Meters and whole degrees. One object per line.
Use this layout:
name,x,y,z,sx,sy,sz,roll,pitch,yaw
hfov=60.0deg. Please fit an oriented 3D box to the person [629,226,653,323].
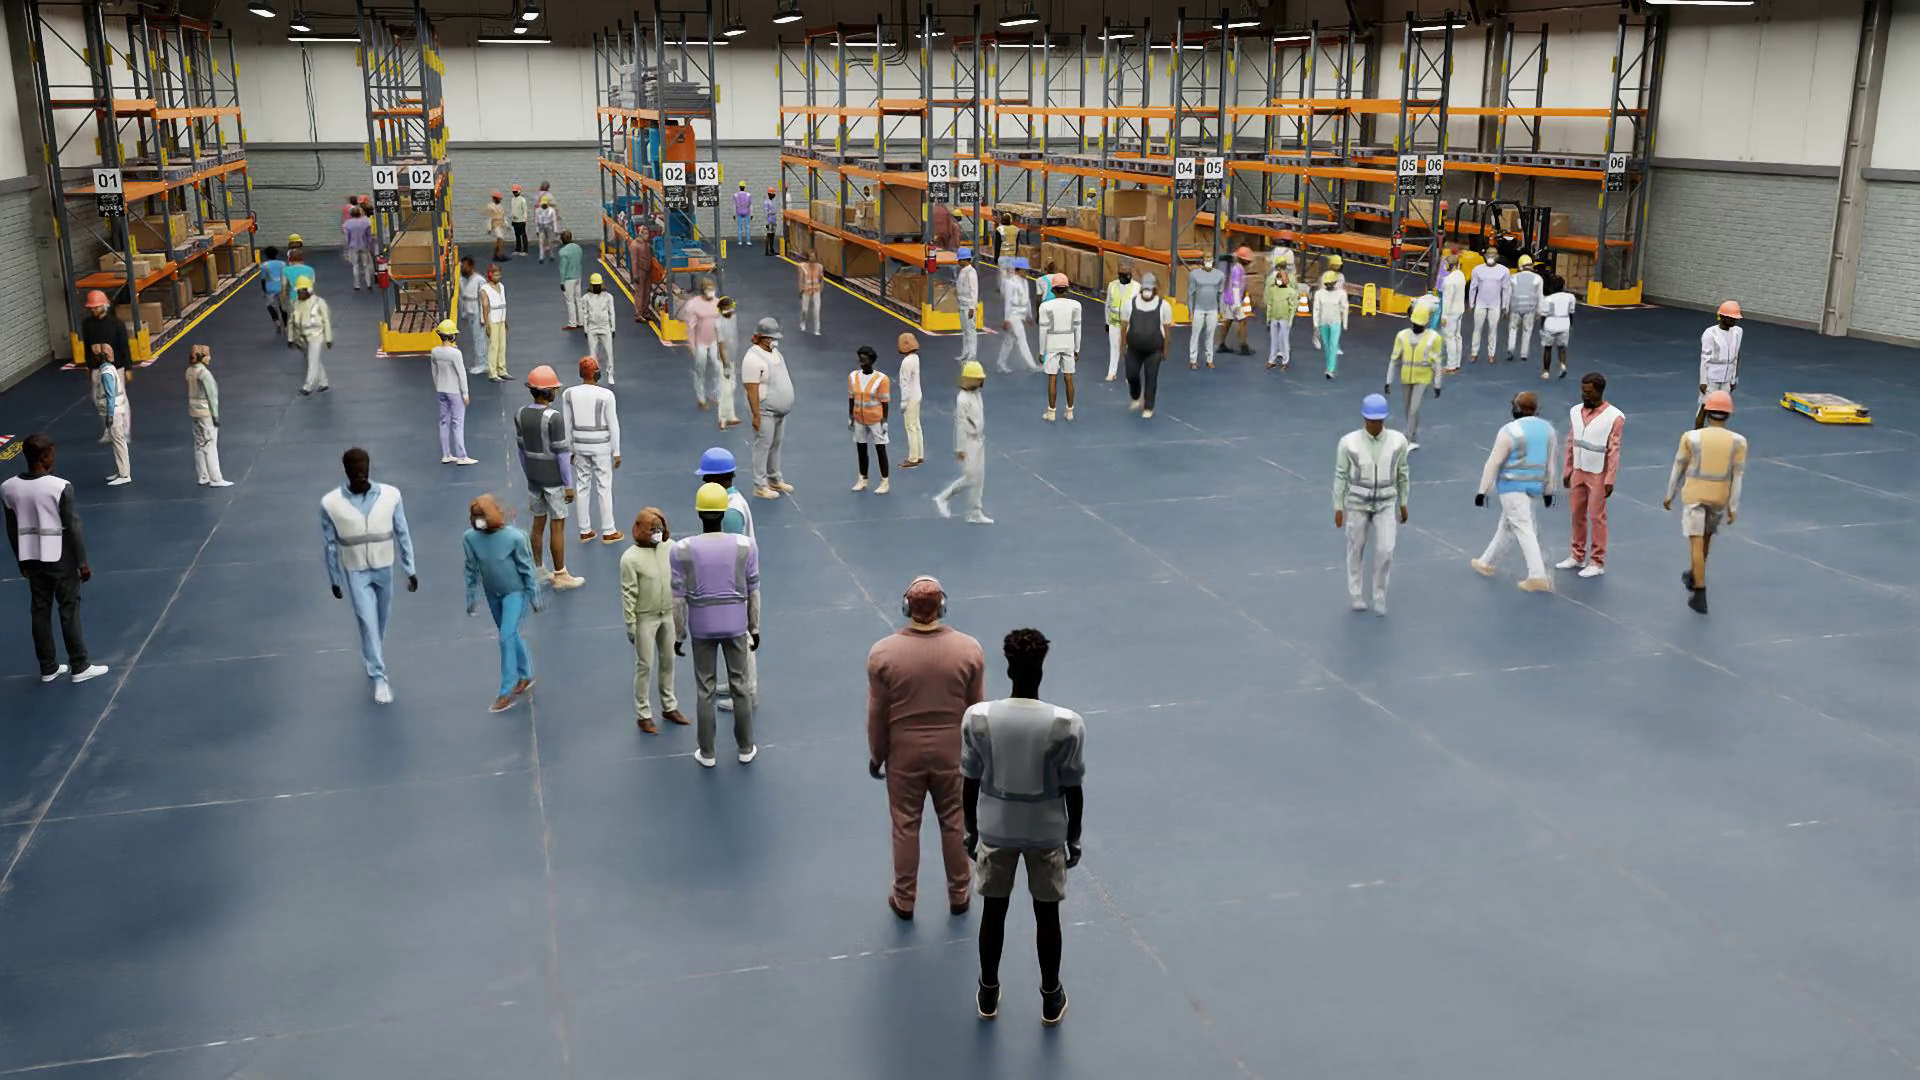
person,-6.302,-5.285,33.116,0.401,1.894,0.654,5,16,19

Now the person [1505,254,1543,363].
person,9.489,-3.892,28.009,0.619,1.816,0.412,5,16,19

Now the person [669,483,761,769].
person,-1.610,0.569,11.012,0.585,1.928,0.379,-3,15,-12

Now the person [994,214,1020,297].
person,1.033,-6.409,37.437,0.619,1.845,0.430,-9,18,-32

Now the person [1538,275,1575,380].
person,9.385,-3.347,26.223,0.558,1.672,0.406,-1,15,-4

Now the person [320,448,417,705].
person,-4.441,0.204,12.501,0.616,1.874,0.980,-9,17,-31

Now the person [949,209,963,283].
person,-0.086,-7.086,40.128,0.328,1.769,0.526,-2,15,-8

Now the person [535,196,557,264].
person,-11.181,-8.363,44.924,0.610,1.810,0.789,0,15,2

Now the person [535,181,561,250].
person,-12.177,-9.612,49.105,0.695,2.000,0.792,10,18,33

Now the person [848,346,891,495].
person,-1.015,-1.347,18.693,0.539,1.689,0.327,9,17,29

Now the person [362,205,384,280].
person,-14.394,-7.286,40.822,0.652,1.817,0.433,7,16,25

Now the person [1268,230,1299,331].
person,6.270,-4.979,31.924,0.851,1.901,0.558,-6,16,-23

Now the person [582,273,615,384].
person,-5.607,-3.278,25.863,0.487,1.736,0.321,-3,15,-10

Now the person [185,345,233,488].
person,-8.645,-1.417,19.044,0.512,1.638,0.312,12,19,38

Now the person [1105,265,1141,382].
person,2.563,-3.399,26.123,0.619,1.838,0.430,6,16,21

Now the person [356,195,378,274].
person,-14.951,-7.688,41.988,0.647,1.984,0.402,7,17,26

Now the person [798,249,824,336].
person,-2.822,-4.675,31.330,0.516,1.618,0.585,-5,16,-17

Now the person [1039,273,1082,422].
person,1.362,-2.642,22.873,0.607,2.044,0.371,-4,15,-14

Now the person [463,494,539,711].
person,-3.362,0.440,12.134,0.516,1.590,0.808,5,16,17

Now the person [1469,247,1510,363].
person,8.883,-3.948,27.987,0.638,1.938,0.356,5,16,18

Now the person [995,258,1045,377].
person,0.983,-3.570,26.667,1.016,1.884,0.624,7,16,25

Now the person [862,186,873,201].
person,-2.710,-9.530,49.158,0.502,1.859,0.339,12,19,39

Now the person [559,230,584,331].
person,-7.450,-4.966,31.849,0.377,1.929,0.633,6,16,23

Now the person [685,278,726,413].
person,-3.523,-2.724,23.452,0.643,1.901,0.912,-8,17,-29

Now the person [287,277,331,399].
person,-9.734,-3.007,24.736,0.613,1.784,0.939,4,15,16

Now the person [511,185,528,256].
person,-12.482,-9.041,47.046,0.609,1.995,0.376,11,18,34

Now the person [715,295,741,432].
person,-3.077,-2.398,22.382,0.338,1.833,0.686,4,15,16

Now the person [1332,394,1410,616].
person,3.520,-0.294,14.242,0.662,1.932,0.640,1,15,4

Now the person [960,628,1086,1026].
person,0.299,1.370,7.953,0.604,1.957,0.387,3,15,10

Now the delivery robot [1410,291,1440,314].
delivery robot,9.473,-4.773,33.567,0.707,0.478,0.477,-2,15,-6

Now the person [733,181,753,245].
person,-6.598,-9.917,50.487,0.618,1.923,0.389,-2,15,-7

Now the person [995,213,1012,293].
person,1.040,-6.531,37.920,0.404,1.829,0.591,13,19,39

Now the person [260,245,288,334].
person,-12.894,-4.713,31.342,0.574,1.687,0.445,-13,20,-40

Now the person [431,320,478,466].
person,-6.164,-1.784,20.178,0.525,1.769,0.308,8,17,29

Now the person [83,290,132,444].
person,-10.982,-2.230,21.431,0.645,1.984,0.425,3,15,10

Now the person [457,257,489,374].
person,-7.897,-3.647,26.976,0.598,1.887,0.643,12,19,39

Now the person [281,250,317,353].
person,-11.572,-4.177,29.123,0.576,1.798,0.972,-14,20,-42

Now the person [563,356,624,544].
person,-3.660,-0.893,16.596,0.579,1.882,0.342,4,15,15

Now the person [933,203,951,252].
person,-0.499,-8.382,44.915,0.610,1.828,1.152,7,16,23

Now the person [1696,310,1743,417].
person,9.692,-2.107,21.224,0.501,1.861,0.326,-2,15,-7
